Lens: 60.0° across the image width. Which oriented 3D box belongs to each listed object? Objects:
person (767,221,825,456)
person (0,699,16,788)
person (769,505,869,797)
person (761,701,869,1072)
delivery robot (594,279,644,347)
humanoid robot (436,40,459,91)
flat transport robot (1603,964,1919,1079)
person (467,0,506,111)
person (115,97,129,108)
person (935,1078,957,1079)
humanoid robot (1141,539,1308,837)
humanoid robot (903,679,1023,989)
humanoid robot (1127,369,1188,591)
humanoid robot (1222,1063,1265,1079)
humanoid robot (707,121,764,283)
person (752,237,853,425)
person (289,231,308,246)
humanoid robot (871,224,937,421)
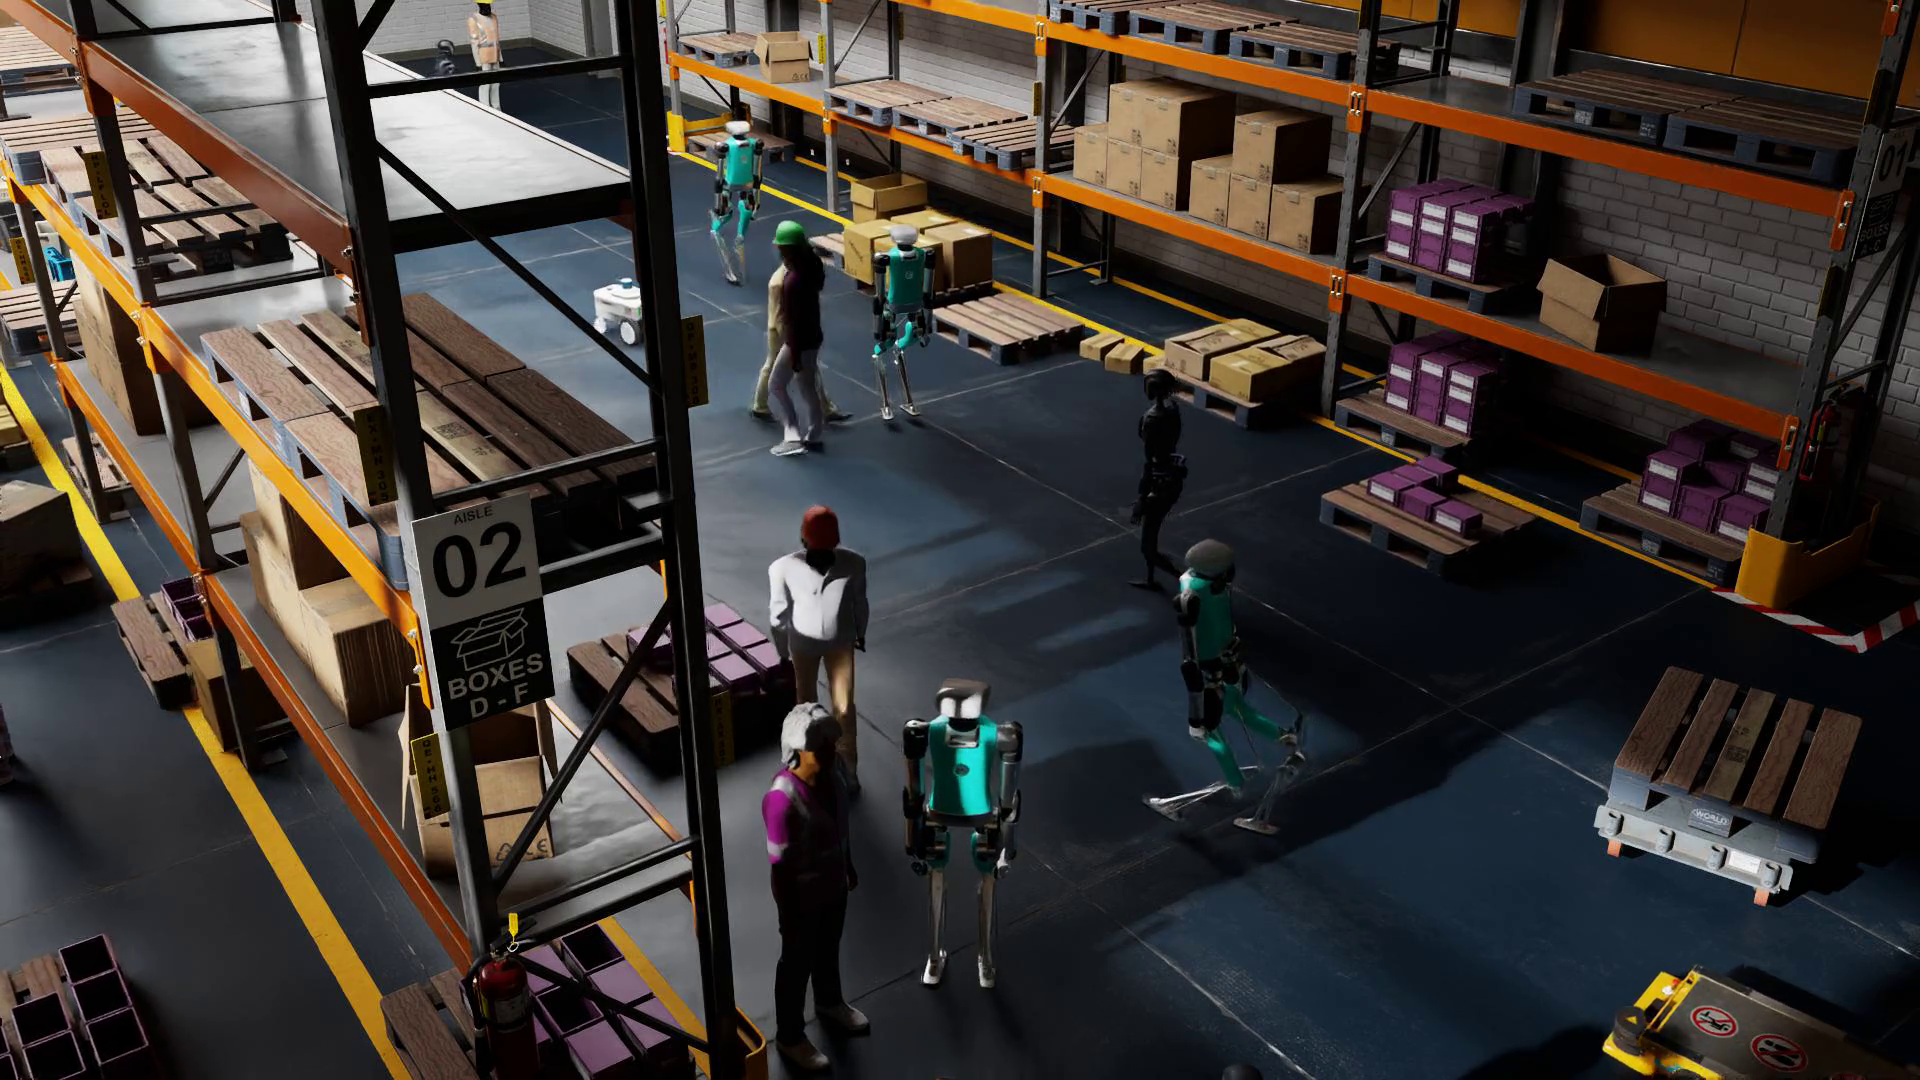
[{"bbox_3d":[-1.344,-1.598,13.324,0.560,1.923,0.526,9,28,17],"label":"person"},{"bbox_3d":[-5.603,0.523,9.130,0.403,1.904,0.642,-11,29,-20],"label":"person"},{"bbox_3d":[-0.787,0.521,9.357,0.569,1.701,0.881,-5,27,-10],"label":"person"},{"bbox_3d":[-0.641,1.497,7.266,0.340,1.839,0.508,16,31,29],"label":"person"},{"bbox_3d":[-3.183,-2.219,16.088,0.784,0.599,0.499,20,33,34],"label":"delivery robot"},{"bbox_3d":[-6.692,-5.709,21.784,0.426,1.644,0.592,-15,30,-28],"label":"humanoid robot"},{"bbox_3d":[3.654,2.365,7.283,1.431,0.231,0.659,23,34,37],"label":"flat transport robot"},{"bbox_3d":[-6.769,-6.922,23.909,0.367,1.928,0.585,11,29,22],"label":"person"},{"bbox_3d":[-10.316,-5.115,20.258,0.401,1.986,0.610,8,28,16],"label":"person"},{"bbox_3d":[-0.014,2.455,5.354,0.429,1.841,0.632,3,27,6],"label":"person"},{"bbox_3d":[1.459,0.855,8.652,1.033,1.727,0.545,16,31,29],"label":"humanoid robot"},{"bbox_3d":[0.016,1.308,7.719,0.537,1.748,0.708,1,27,2],"label":"humanoid robot"},{"bbox_3d":[1.411,-0.365,11.156,0.540,1.634,0.613,12,29,23],"label":"humanoid robot"},{"bbox_3d":[0.914,2.446,5.604,0.584,1.639,0.684,-7,28,-14],"label":"humanoid robot"},{"bbox_3d":[-2.390,-3.455,17.349,0.555,1.892,0.755,-17,31,-30],"label":"humanoid robot"},{"bbox_3d":[-1.376,-1.738,13.845,0.933,1.698,0.587,11,29,20],"label":"person"},{"bbox_3d":[-6.337,-2.639,15.723,0.287,1.629,0.498,13,30,24],"label":"person"},{"bbox_3d":[-0.532,-1.854,13.898,0.533,1.673,0.735,-10,28,-18],"label":"humanoid robot"}]
